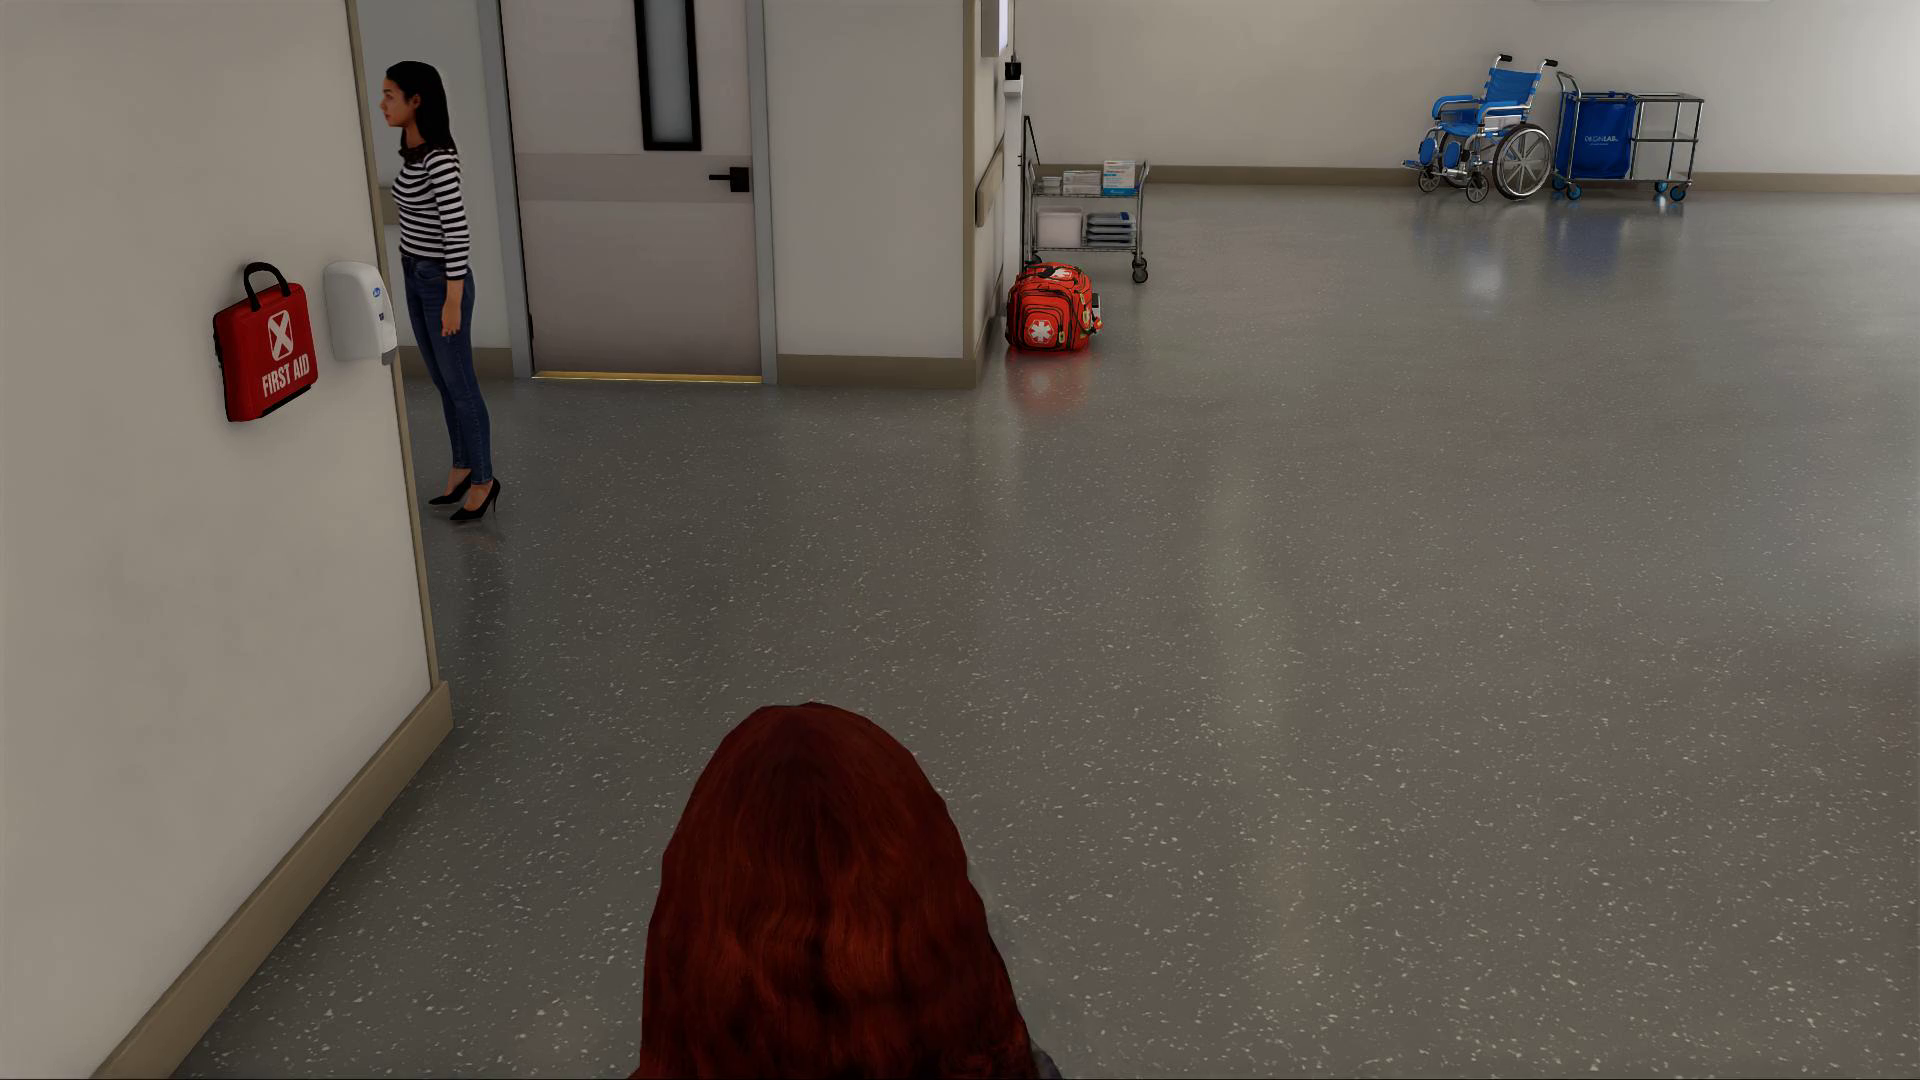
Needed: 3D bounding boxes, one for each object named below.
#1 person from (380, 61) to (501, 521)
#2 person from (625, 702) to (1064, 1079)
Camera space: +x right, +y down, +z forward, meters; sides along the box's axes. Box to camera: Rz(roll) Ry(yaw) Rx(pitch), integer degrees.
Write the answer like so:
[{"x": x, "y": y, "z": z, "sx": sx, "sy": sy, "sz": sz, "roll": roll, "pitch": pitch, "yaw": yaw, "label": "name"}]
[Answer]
[{"x": -2.042, "y": -0.957, "z": 6.538, "sx": 0.727, "sy": 1.795, "sz": 0.642, "roll": -14, "pitch": 25, "yaw": -32, "label": "person"}, {"x": -0.079, "y": 0.996, "z": 1.452, "sx": 0.770, "sy": 1.763, "sz": 0.880, "roll": -6, "pitch": 21, "yaw": -15, "label": "person"}]
